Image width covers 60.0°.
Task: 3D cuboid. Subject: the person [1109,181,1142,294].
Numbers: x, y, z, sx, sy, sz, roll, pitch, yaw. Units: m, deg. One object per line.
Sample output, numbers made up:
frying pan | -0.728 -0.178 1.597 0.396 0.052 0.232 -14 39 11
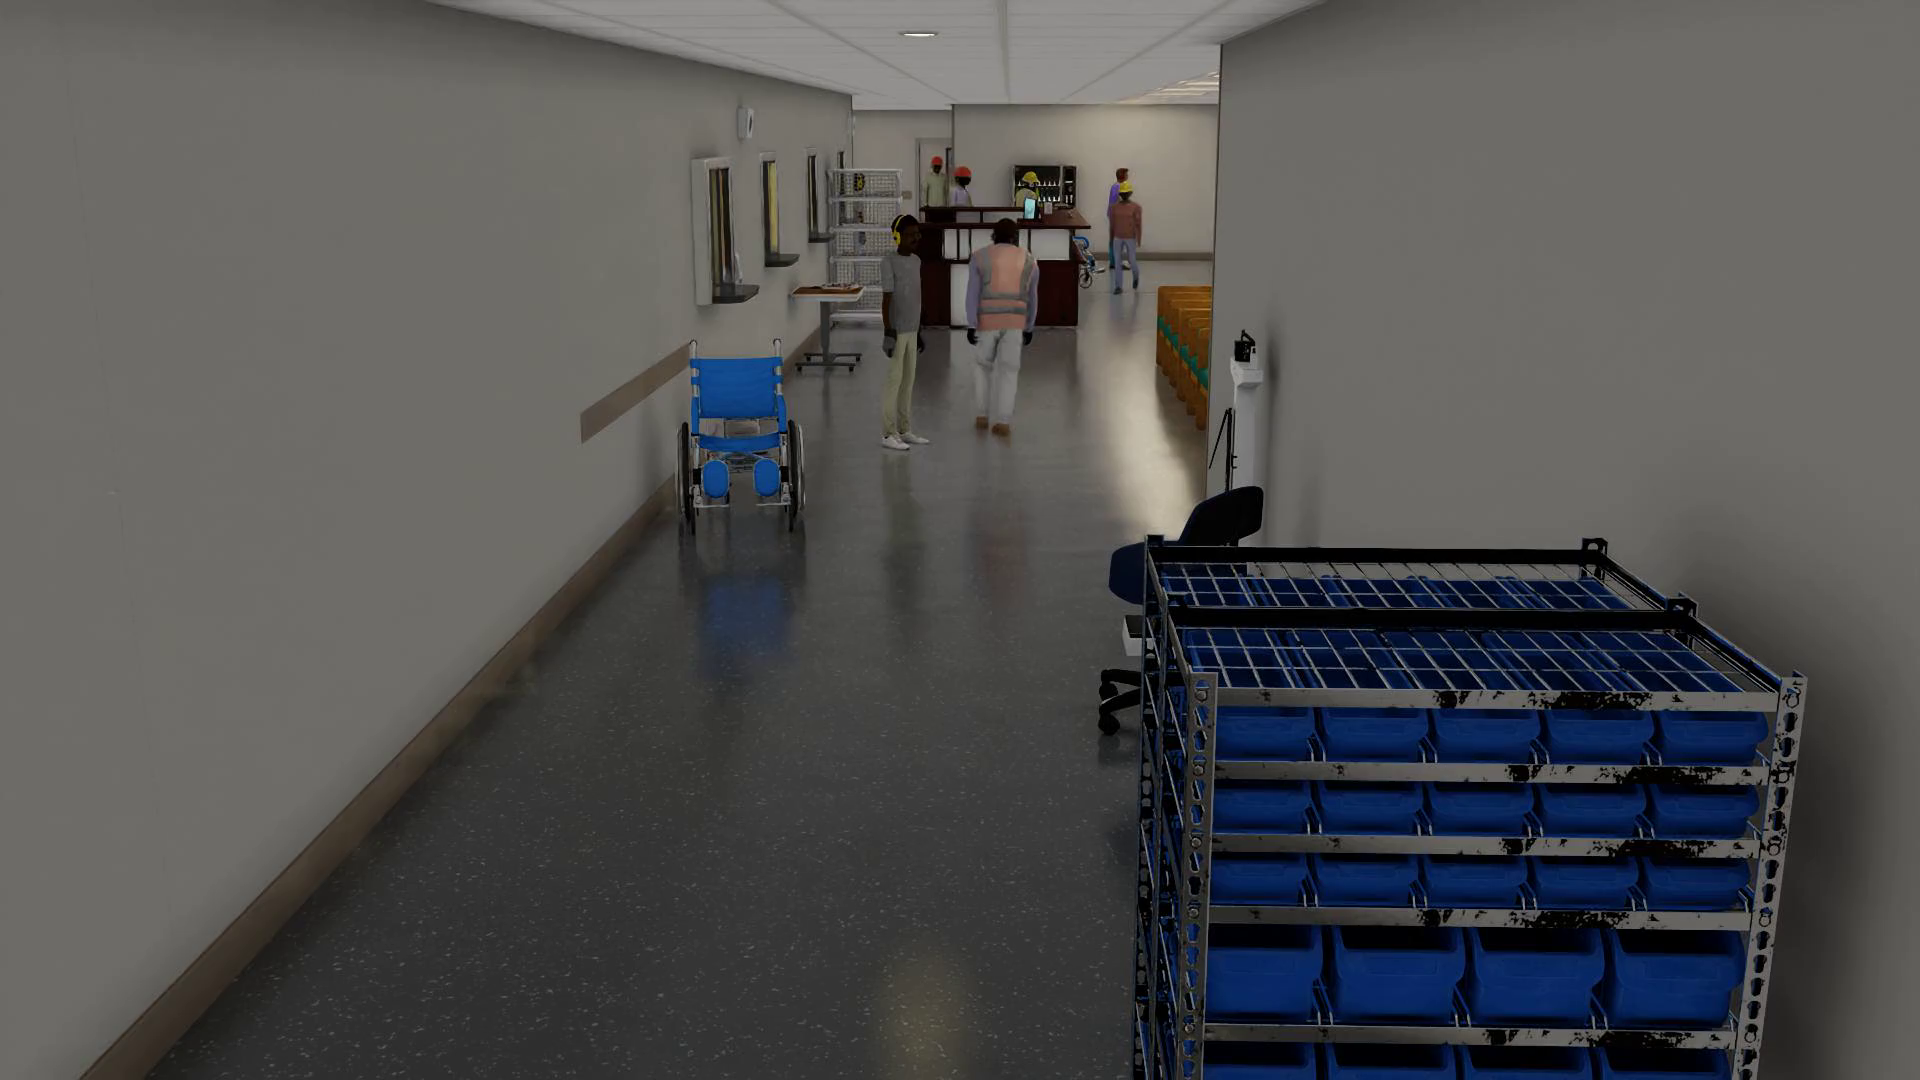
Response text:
person | 2.605 -4.751 26.113 0.535 1.752 0.593 5 15 20

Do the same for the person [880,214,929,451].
person | -0.446 -1.664 13.338 0.310 1.868 0.534 8 16 30

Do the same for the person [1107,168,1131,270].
person | 2.912 -5.902 30.584 0.395 1.847 0.564 -4 14 -16

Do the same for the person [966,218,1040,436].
person | 0.346 -1.811 14.103 0.657 1.787 0.790 -3 14 -10

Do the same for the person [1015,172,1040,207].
person | 1.174 -5.404 28.613 0.403 1.824 0.596 -7 15 -25

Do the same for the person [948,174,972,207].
person | 0.013 -5.734 29.919 0.429 1.839 0.627 -3 14 -11

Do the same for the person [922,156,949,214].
person | -0.505 -7.090 35.106 0.616 1.993 0.393 -5 15 -20
